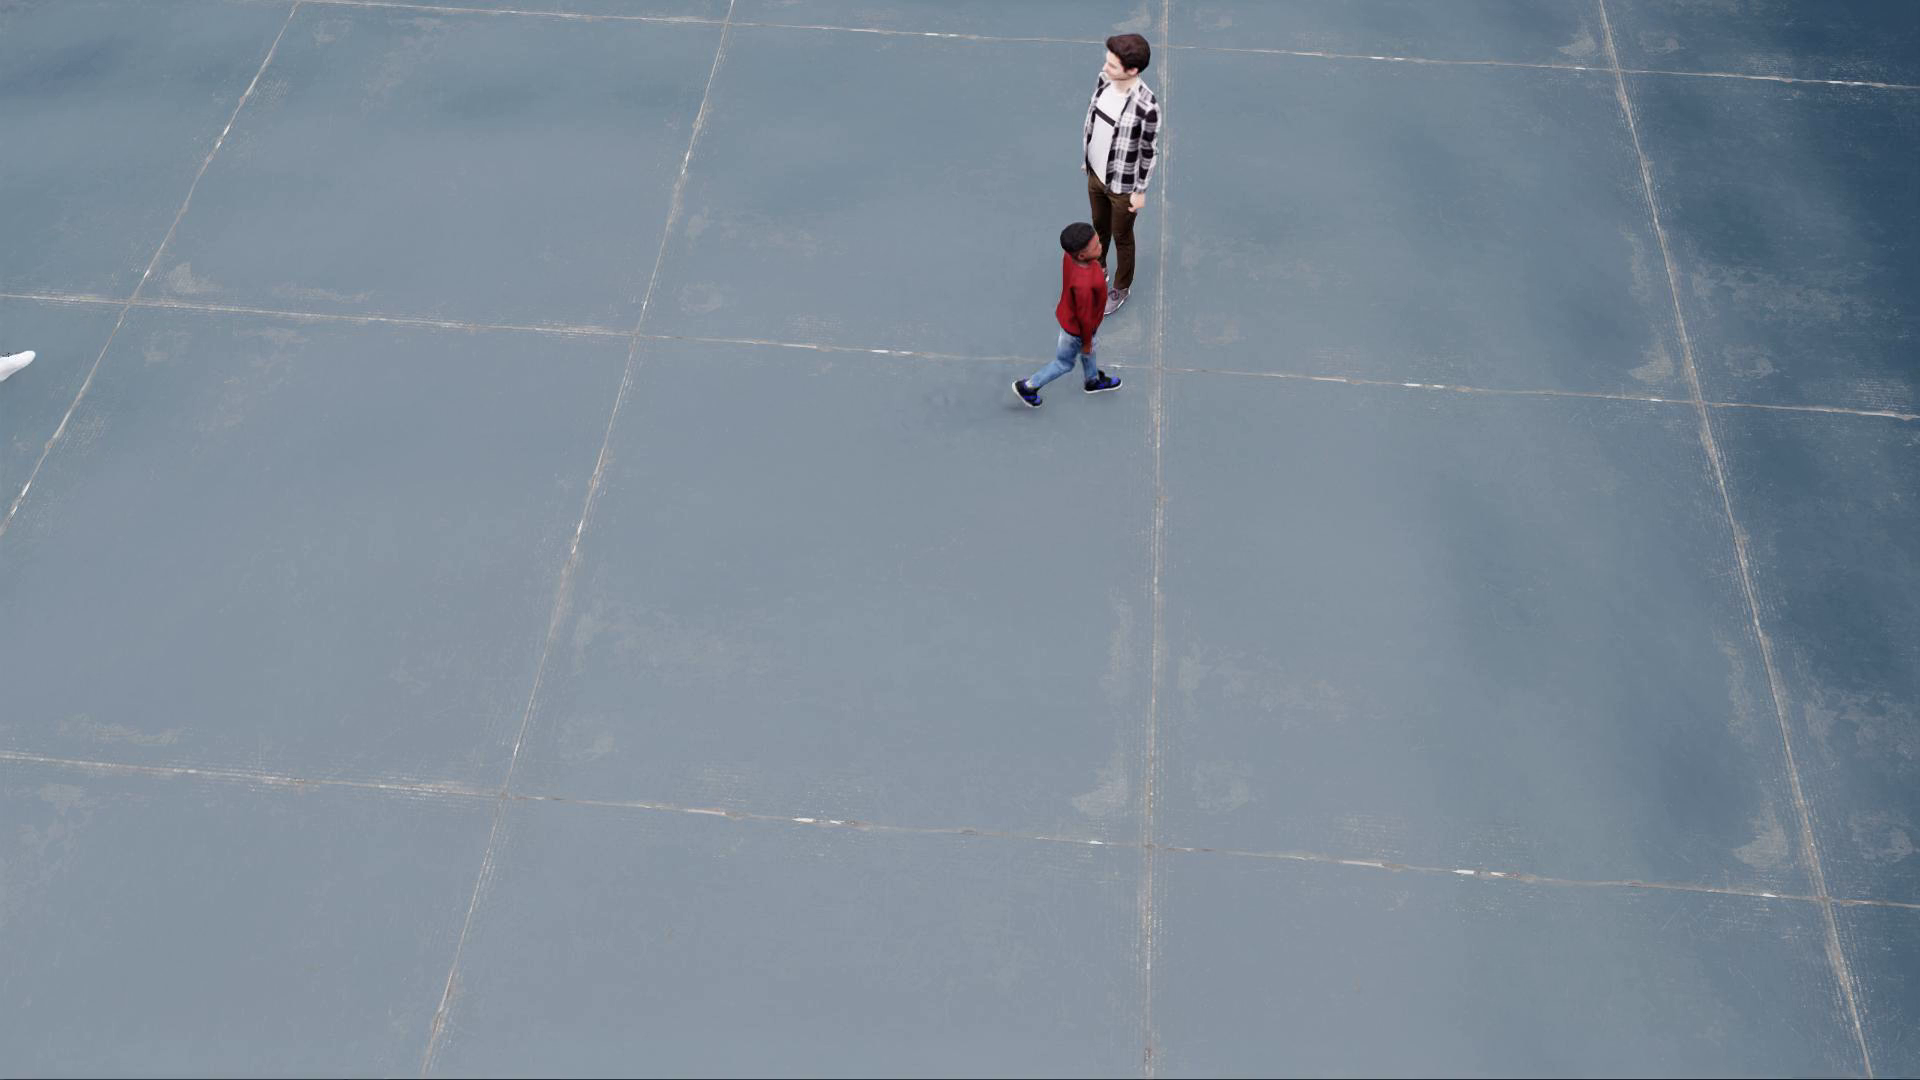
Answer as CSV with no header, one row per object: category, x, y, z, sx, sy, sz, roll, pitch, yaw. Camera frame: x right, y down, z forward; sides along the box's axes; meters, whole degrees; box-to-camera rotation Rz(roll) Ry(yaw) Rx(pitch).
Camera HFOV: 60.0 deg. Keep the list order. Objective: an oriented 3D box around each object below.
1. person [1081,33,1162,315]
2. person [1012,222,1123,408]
person,0.854,-2.005,9.044,0.749,1.805,0.700,-31,58,-22
person,0.560,-1.164,8.748,0.878,1.245,0.600,-4,52,-3
